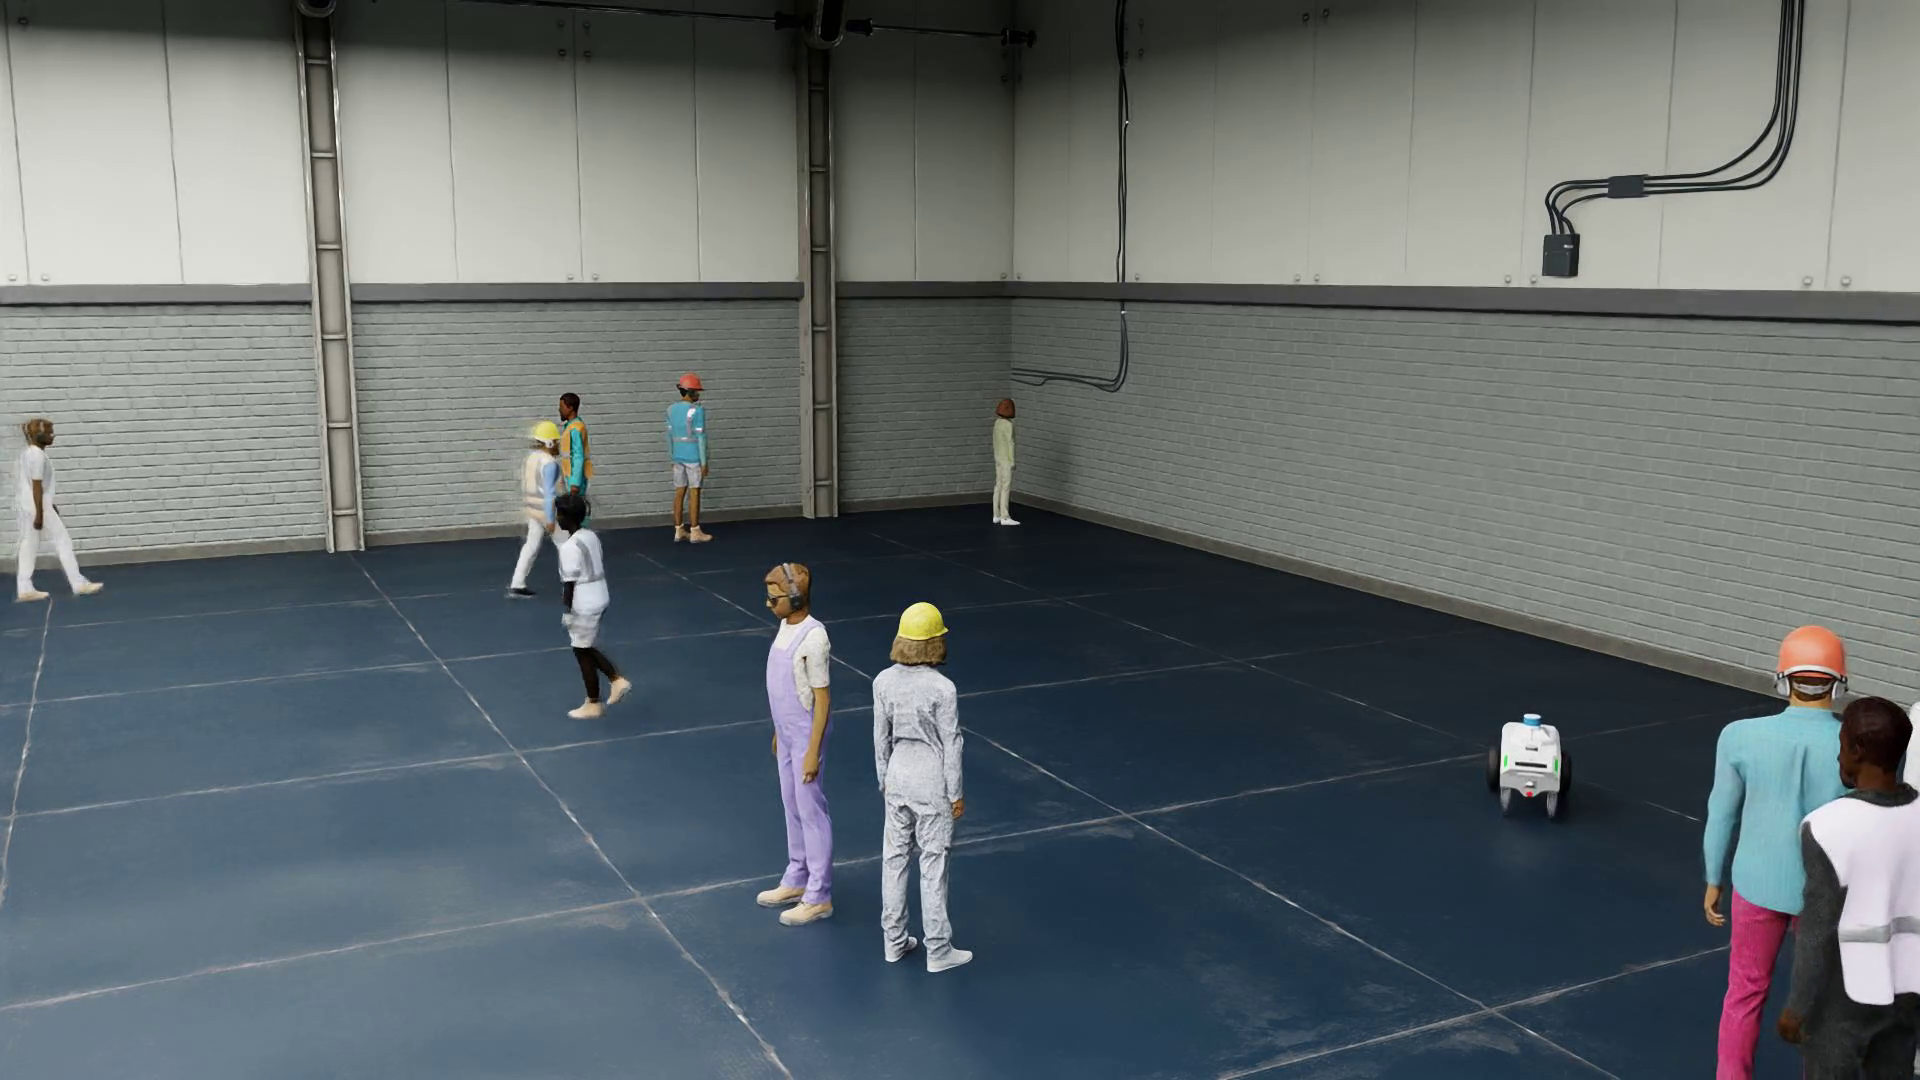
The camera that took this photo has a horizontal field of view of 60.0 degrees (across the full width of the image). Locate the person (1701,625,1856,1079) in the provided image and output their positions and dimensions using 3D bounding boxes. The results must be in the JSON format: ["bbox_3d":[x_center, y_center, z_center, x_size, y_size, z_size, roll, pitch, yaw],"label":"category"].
[{"bbox_3d":[3.116,1.301,6.226,0.631,1.982,0.428,6,11,33],"label":"person"}]

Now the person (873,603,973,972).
[{"bbox_3d":[-0.180,1.153,7.836,0.485,1.745,0.296,6,11,34],"label":"person"}]

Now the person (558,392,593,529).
[{"bbox_3d":[-4.325,-0.700,18.715,0.382,1.918,0.597,-3,10,-16],"label":"person"}]

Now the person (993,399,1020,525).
[{"bbox_3d":[0.591,-1.013,21.519,0.264,1.632,0.508,-4,10,-22],"label":"person"}]

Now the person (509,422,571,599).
[{"bbox_3d":[-4.126,-0.294,16.637,0.915,1.788,0.607,-7,11,-35],"label":"person"}]

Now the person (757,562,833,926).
[{"bbox_3d":[-0.821,1.015,8.398,0.344,1.839,0.504,-5,10,-27],"label":"person"}]

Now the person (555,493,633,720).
[{"bbox_3d":[-2.715,0.486,12.126,0.427,1.672,0.544,0,9,2],"label":"person"}]

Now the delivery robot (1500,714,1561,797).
[{"bbox_3d":[3.502,1.314,10.212,0.477,0.478,0.707,3,10,18],"label":"delivery robot"}]

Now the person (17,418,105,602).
[{"bbox_3d":[-9.059,-0.310,16.625,0.870,1.806,0.528,-9,13,-43],"label":"person"}]

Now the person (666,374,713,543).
[{"bbox_3d":[-3.263,-0.985,20.098,0.611,2.040,0.393,7,12,37],"label":"person"}]

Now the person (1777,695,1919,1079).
[{"bbox_3d":[2.968,1.457,5.435,0.595,1.915,0.373,-3,10,-18],"label":"person"}]
